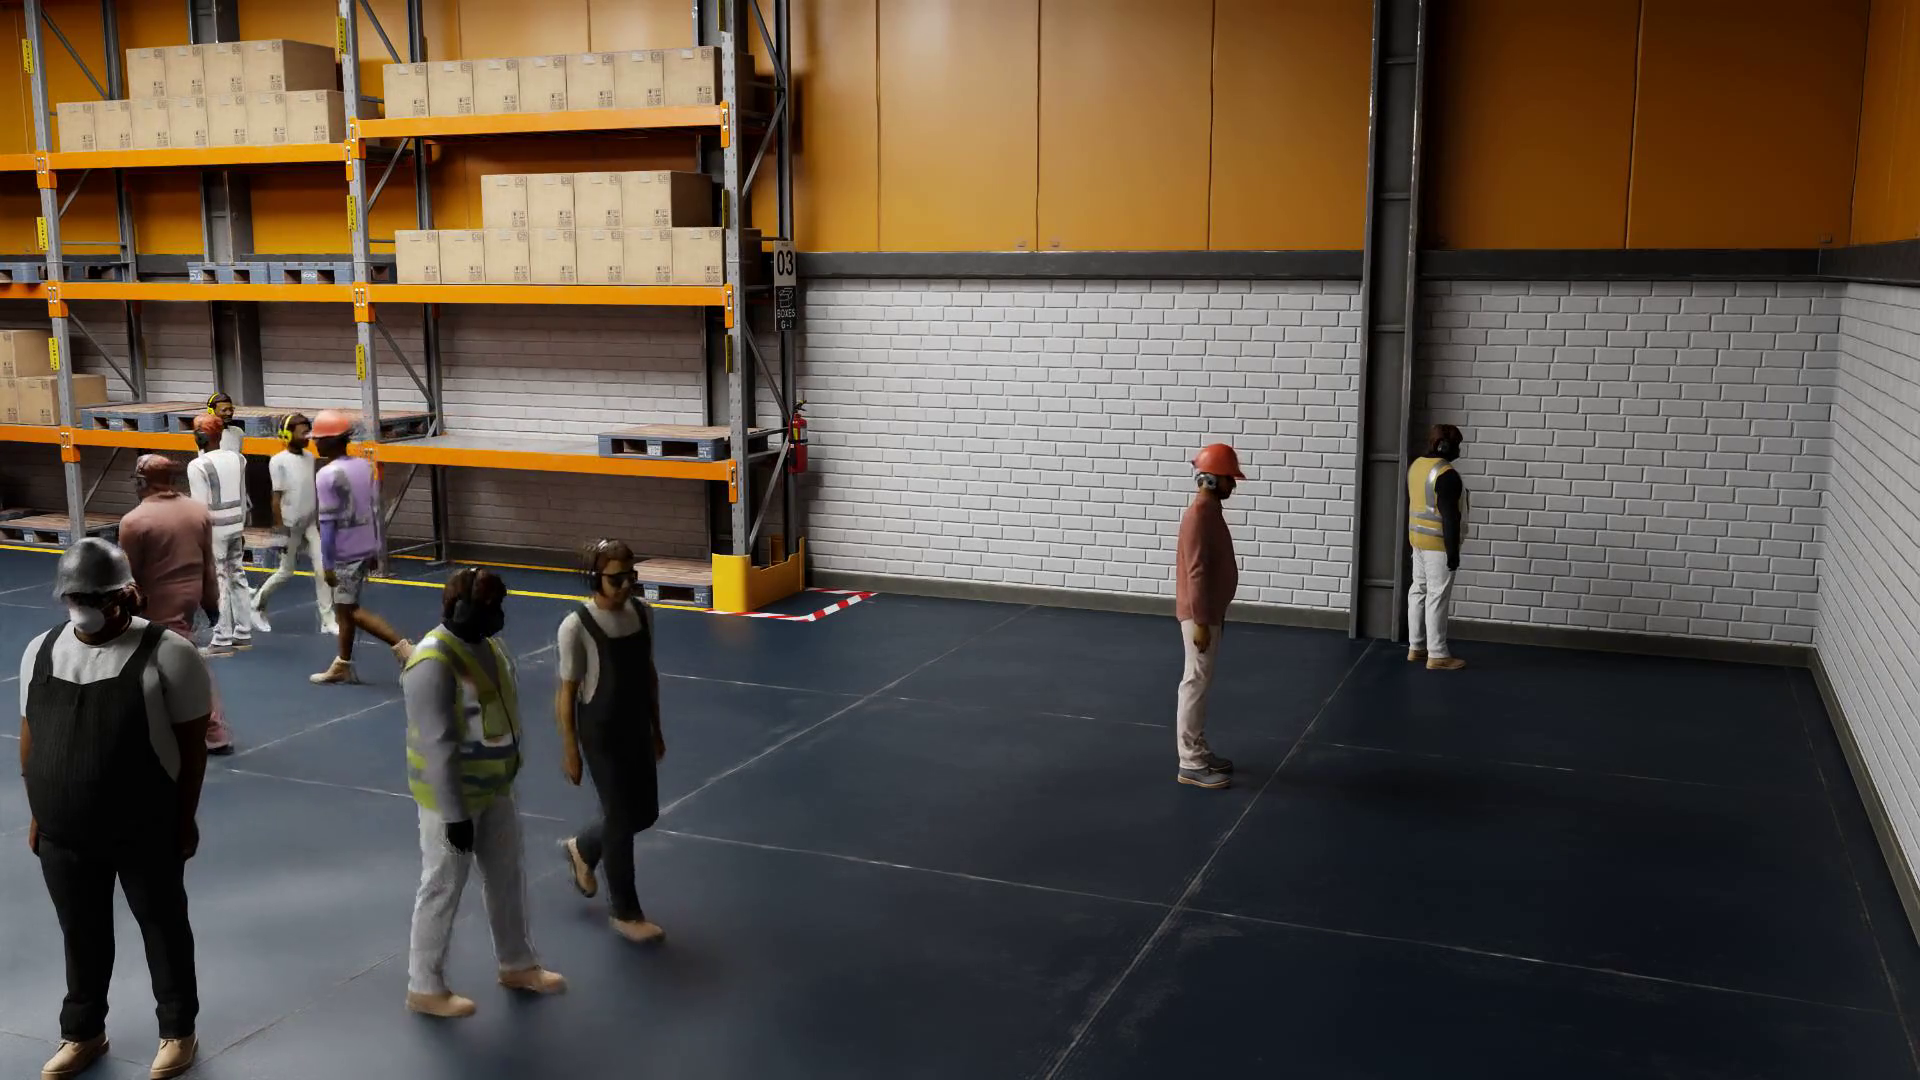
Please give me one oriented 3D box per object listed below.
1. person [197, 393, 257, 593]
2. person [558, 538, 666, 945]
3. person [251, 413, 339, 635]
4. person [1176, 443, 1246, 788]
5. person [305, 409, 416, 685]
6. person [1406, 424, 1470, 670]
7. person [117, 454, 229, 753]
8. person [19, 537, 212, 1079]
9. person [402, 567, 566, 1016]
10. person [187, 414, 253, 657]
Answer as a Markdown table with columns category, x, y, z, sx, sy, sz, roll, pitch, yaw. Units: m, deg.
| category | x | y | z | sx | sy | sz | roll | pitch | yaw |
| --- | --- | --- | --- | --- | --- | --- | --- | --- | --- |
| person | -6.674 | -0.408 | 15.129 | 0.333 | 1.872 | 0.515 | 4 | 10 | 25 |
| person | -1.594 | 0.875 | 7.487 | 0.639 | 1.826 | 0.517 | 7 | 12 | 36 |
| person | -5.445 | -0.123 | 13.532 | 0.891 | 1.842 | 0.537 | 3 | 10 | 18 |
| person | 1.447 | 0.427 | 9.697 | 0.387 | 1.993 | 0.611 | 3 | 10 | 15 |
| person | -4.238 | 0.079 | 11.774 | 0.877 | 2.018 | 0.615 | 1 | 9 | 7 |
| person | 3.592 | 0.045 | 12.492 | 0.429 | 1.837 | 0.620 | -2 | 10 | -11 |
| person | -4.953 | 0.393 | 10.319 | 0.992 | 1.853 | 0.666 | 3 | 10 | 17 |
| person | -3.136 | 0.993 | 6.125 | 0.679 | 2.000 | 0.537 | 0 | 9 | -2 |
| person | -1.953 | 1.015 | 6.706 | 0.560 | 1.822 | 0.633 | 2 | 10 | 10 |
| person | -5.722 | -0.034 | 12.826 | 0.356 | 1.883 | 0.573 | 2 | 10 | 14 |
